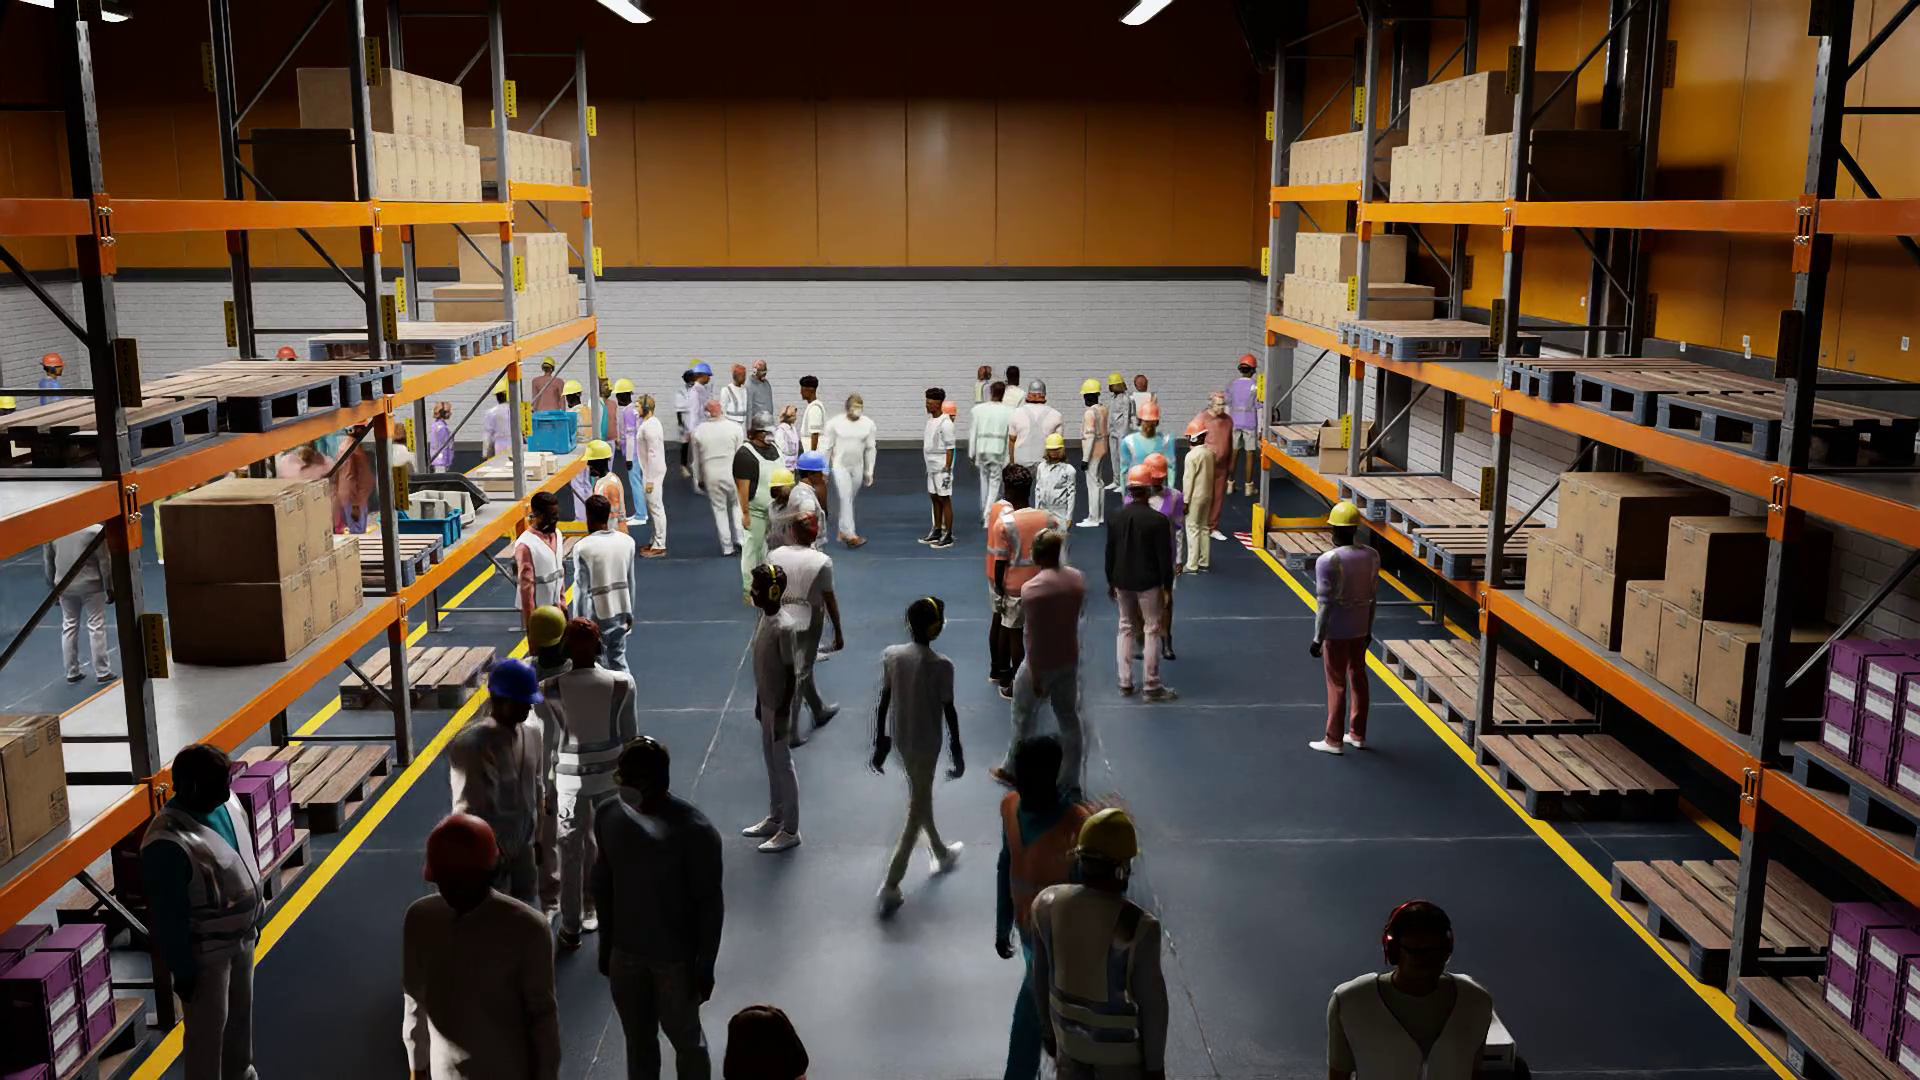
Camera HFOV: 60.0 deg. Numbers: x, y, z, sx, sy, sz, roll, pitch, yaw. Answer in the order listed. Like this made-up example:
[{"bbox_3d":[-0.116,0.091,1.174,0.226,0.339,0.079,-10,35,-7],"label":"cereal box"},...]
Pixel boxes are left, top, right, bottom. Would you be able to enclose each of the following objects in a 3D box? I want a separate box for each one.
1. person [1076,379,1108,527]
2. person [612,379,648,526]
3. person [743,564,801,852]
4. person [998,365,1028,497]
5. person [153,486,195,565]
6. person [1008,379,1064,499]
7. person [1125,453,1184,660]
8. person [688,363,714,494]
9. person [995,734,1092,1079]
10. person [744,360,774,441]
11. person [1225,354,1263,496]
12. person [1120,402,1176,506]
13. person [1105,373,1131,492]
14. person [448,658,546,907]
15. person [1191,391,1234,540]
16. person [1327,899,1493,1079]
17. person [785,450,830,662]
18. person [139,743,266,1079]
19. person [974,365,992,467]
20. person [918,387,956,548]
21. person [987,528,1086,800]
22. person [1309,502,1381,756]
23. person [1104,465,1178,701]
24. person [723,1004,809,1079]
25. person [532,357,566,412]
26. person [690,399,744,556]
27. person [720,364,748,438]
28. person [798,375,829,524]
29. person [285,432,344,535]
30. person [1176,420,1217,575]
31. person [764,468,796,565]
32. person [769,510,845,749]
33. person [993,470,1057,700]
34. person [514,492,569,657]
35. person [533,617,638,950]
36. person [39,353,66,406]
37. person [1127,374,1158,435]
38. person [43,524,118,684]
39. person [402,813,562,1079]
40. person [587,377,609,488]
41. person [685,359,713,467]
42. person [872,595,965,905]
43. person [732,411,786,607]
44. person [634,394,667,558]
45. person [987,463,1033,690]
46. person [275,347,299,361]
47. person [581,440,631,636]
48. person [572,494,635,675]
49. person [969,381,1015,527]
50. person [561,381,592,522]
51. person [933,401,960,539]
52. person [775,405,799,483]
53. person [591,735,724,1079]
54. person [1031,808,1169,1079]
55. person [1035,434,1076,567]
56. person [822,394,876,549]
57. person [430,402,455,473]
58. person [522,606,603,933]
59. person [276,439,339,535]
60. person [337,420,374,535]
[{"bbox_3d":[1.719,-1.124,21.551,0.361,1.929,0.587,5,12,22],"label":"person"},{"bbox_3d":[-4.310,-1.149,21.715,0.408,1.918,0.587,-1,11,-7],"label":"person"},{"bbox_3d":[-1.212,1.067,10.714,0.328,1.872,0.514,-5,12,-25],"label":"person"},{"bbox_3d":[0.687,-1.566,23.897,0.601,1.892,0.876,10,15,41],"label":"person"},{"bbox_3d":[-9.168,-0.664,19.272,0.586,1.920,0.397,-3,12,-16],"label":"person"},{"bbox_3d":[0.934,-1.003,20.661,0.686,2.000,0.535,0,11,0],"label":"person"},{"bbox_3d":[1.771,0.151,15.183,0.549,1.924,0.391,-1,11,-3],"label":"person"},{"bbox_3d":[-3.561,-1.578,23.877,0.692,1.907,0.643,1,11,4],"label":"person"},{"bbox_3d":[0.445,1.730,7.408,0.944,1.875,0.595,-7,14,-33],"label":"person"},{"bbox_3d":[-2.967,-1.733,24.702,0.401,1.894,0.655,5,12,24],"label":"person"},{"bbox_3d":[4.110,-1.655,23.964,0.604,2.034,0.417,8,14,34],"label":"person"},{"bbox_3d":[2.084,-0.571,18.621,0.601,2.010,1.027,0,11,-2],"label":"person"},{"bbox_3d":[2.293,-1.573,24.301,0.326,1.734,0.490,-6,13,-28],"label":"person"},{"bbox_3d":[-2.308,1.521,8.299,0.555,1.922,0.622,5,13,26],"label":"person"},{"bbox_3d":[3.135,-0.907,20.579,0.649,1.889,0.399,-7,13,-32],"label":"person"},{"bbox_3d":[1.502,2.086,5.651,0.565,1.850,0.390,-2,11,-7],"label":"person"},{"bbox_3d":[-1.382,0.145,15.170,0.413,1.939,0.604,-3,12,-12],"label":"person"},{"bbox_3d":[-3.283,1.767,7.316,0.429,1.831,0.629,1,11,3],"label":"person"},{"bbox_3d":[0.385,-1.950,26.423,0.308,1.640,0.511,-5,12,-23],"label":"person"},{"bbox_3d":[-0.269,-0.881,20.262,0.384,1.954,0.608,-5,12,-25],"label":"person"},{"bbox_3d":[0.554,0.847,11.729,0.641,1.905,0.888,-10,15,-40],"label":"person"},{"bbox_3d":[2.889,0.668,12.565,0.588,1.928,0.384,-6,13,-28],"label":"person"},{"bbox_3d":[1.526,0.365,13.997,0.678,1.971,0.380,8,14,36],"label":"person"},{"bbox_3d":[-0.599,2.258,5.332,0.280,1.632,0.501,2,11,9],"label":"person"},{"bbox_3d":[-6.590,-2.059,26.688,0.529,1.752,0.340,-1,11,-5],"label":"person"},{"bbox_3d":[-2.854,-0.749,19.811,0.680,1.871,0.535,-1,11,-3],"label":"person"},{"bbox_3d":[-3.330,-1.645,24.350,0.510,1.858,0.576,5,12,23],"label":"person"},{"bbox_3d":[-1.915,-1.185,21.799,0.390,1.957,0.605,-1,11,-4],"label":"person"},{"bbox_3d":[-7.803,-0.888,20.318,0.850,1.957,0.400,-1,11,-4],"label":"person"},{"bbox_3d":[2.670,-0.486,18.826,0.348,1.740,0.574,9,14,37],"label":"person"},{"bbox_3d":[-1.620,0.195,15.404,0.492,1.742,0.320,7,13,32],"label":"person"},{"bbox_3d":[-1.160,0.665,12.882,0.586,1.807,0.942,8,14,35],"label":"person"},{"bbox_3d":[0.528,0.384,13.958,0.599,1.949,0.415,-6,13,-28],"label":"person"},{"bbox_3d":[-3.312,0.552,13.211,0.410,1.908,0.598,3,12,13],"label":"person"},{"bbox_3d":[-2.067,1.353,9.264,0.576,1.880,0.351,-4,12,-19],"label":"person"},{"bbox_3d":[-13.060,-1.683,24.062,0.394,2.044,0.609,-11,16,-44],"label":"person"},{"bbox_3d":[2.715,-1.662,24.966,0.512,1.645,0.307,-1,11,-7],"label":"person"},{"bbox_3d":[-7.617,0.387,14.432,0.567,1.744,0.349,0,11,0],"label":"person"},{"bbox_3d":[-1.759,1.935,6.078,0.621,1.986,0.409,3,12,16],"label":"person"},{"bbox_3d":[-4.990,-1.369,23.010,0.343,1.839,0.504,-1,11,-7],"label":"person"},{"bbox_3d":[-4.164,-2.019,26.527,0.485,1.737,0.315,4,12,19],"label":"person"},{"bbox_3d":[-0.248,1.237,9.997,0.548,1.840,0.931,8,14,34],"label":"person"},{"bbox_3d":[-2.016,-0.339,17.334,0.535,2.000,0.684,7,13,31],"label":"person"},{"bbox_3d":[-3.664,-0.762,19.708,0.379,1.940,0.629,-2,11,-10],"label":"person"},{"bbox_3d":[0.424,0.311,14.279,0.389,1.957,0.607,-3,12,-12],"label":"person"},{"bbox_3d":[-10.374,-1.993,25.740,0.381,1.994,0.622,-5,13,-26],"label":"person"},{"bbox_3d":[-3.412,-0.015,16.034,0.409,1.917,0.585,-4,12,-21],"label":"person"},{"bbox_3d":[-2.764,0.593,13.007,0.391,1.905,0.599,8,14,34],"label":"person"},{"bbox_3d":[0.454,-1.141,21.760,0.602,1.876,0.902,3,12,13],"label":"person"},{"bbox_3d":[-4.936,-1.100,21.481,0.399,1.913,0.592,2,11,11],"label":"person"},{"bbox_3d":[-0.182,-0.873,20.776,0.354,1.738,0.571,-3,12,-14],"label":"person"},{"bbox_3d":[-2.209,-0.905,21.214,0.318,1.631,0.512,4,12,17],"label":"person"},{"bbox_3d":[-1.291,1.755,7.087,0.629,1.939,0.371,6,13,26],"label":"person"},{"bbox_3d":[0.562,1.931,6.485,0.588,1.828,0.403,8,14,36],"label":"person"},{"bbox_3d":[0.999,-0.268,17.727,0.488,1.743,0.299,8,14,34],"label":"person"},{"bbox_3d":[-1.350,-0.850,20.301,0.646,1.885,0.962,-4,12,-20],"label":"person"},{"bbox_3d":[-6.711,-0.981,21.593,0.314,1.629,0.526,-5,12,-25],"label":"person"},{"bbox_3d":[-2.293,1.296,9.463,0.590,1.913,0.399,-1,11,-3],"label":"person"},{"bbox_3d":[-6.683,-0.196,17.011,0.665,1.879,0.560,-1,11,-4],"label":"person"},{"bbox_3d":[-6.469,-0.424,17.872,0.377,1.995,0.608,-2,12,-12],"label":"person"}]
